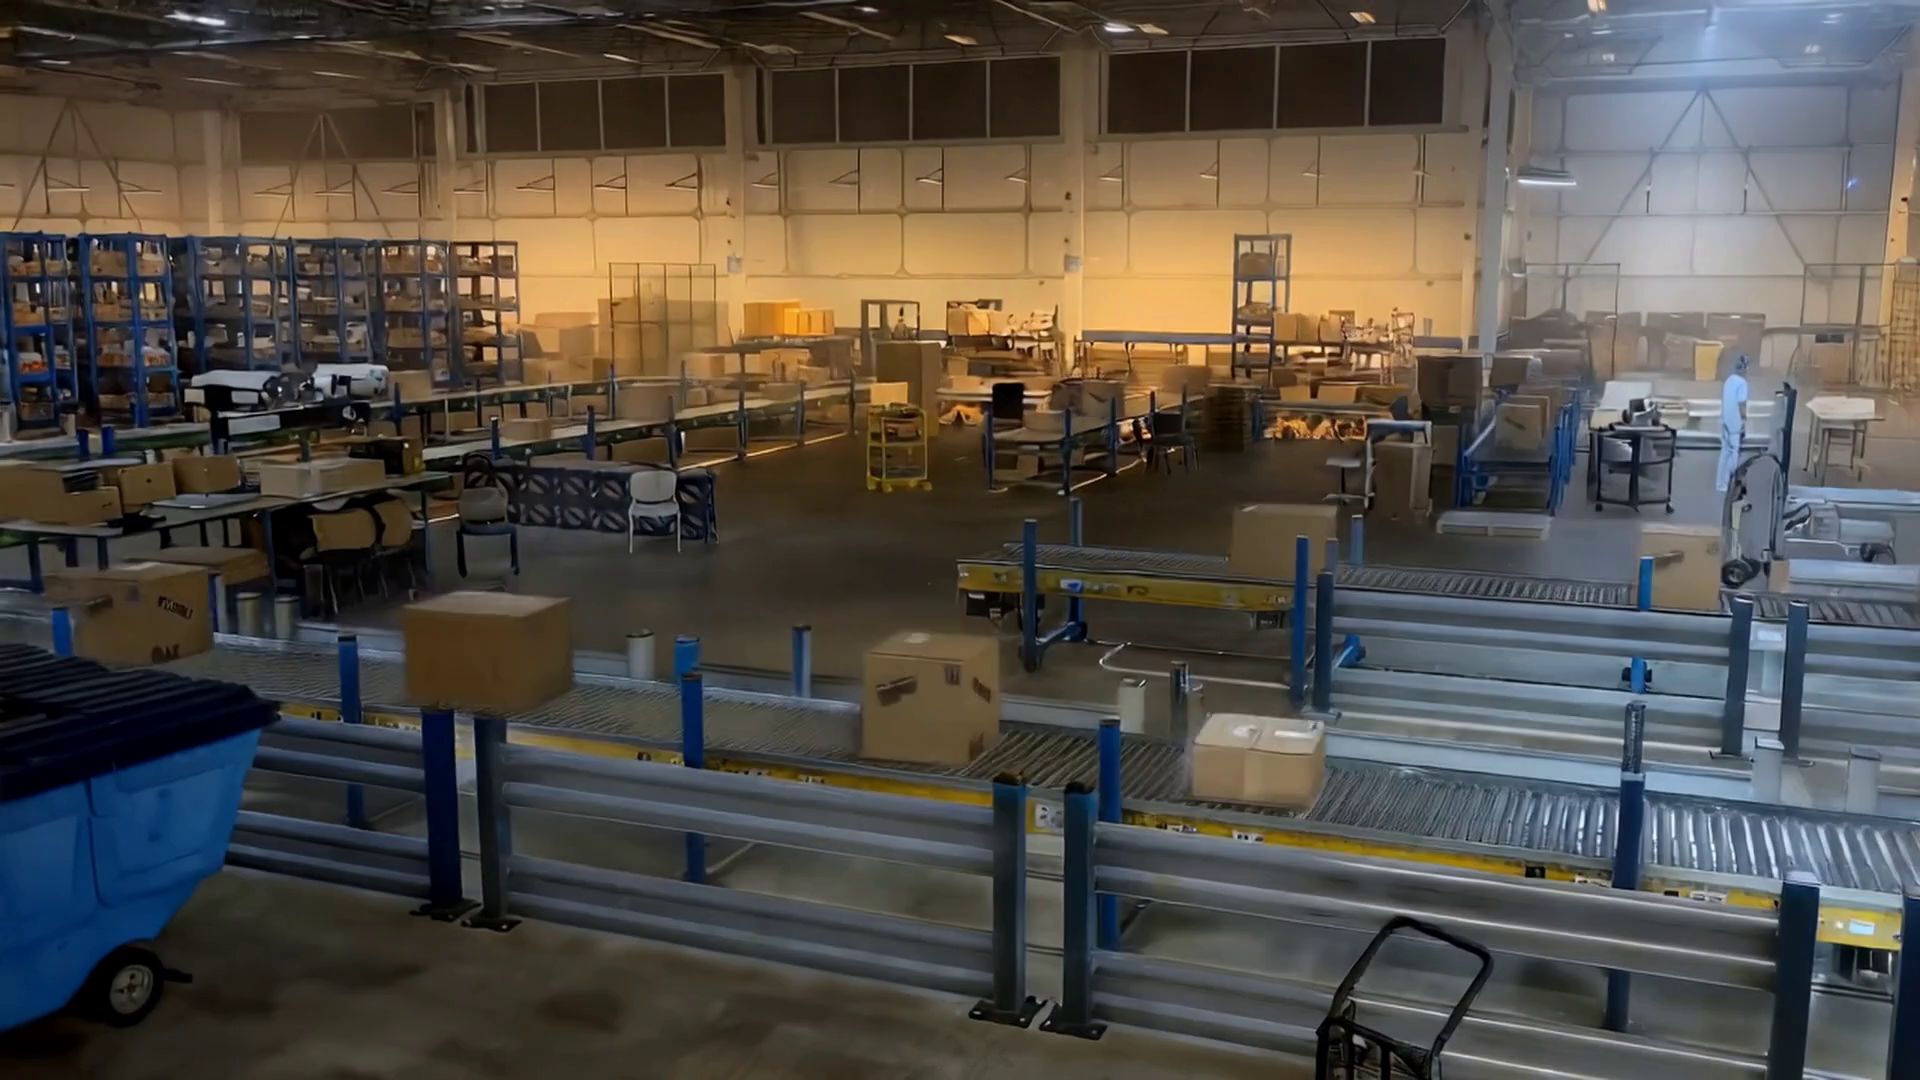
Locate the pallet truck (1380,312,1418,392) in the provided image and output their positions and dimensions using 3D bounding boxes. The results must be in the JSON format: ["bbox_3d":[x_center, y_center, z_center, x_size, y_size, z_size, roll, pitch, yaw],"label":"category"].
[{"bbox_3d":[10.207,-4.283,38.369,0.823,1.965,1.885,3,10,20],"label":"pallet truck"}]

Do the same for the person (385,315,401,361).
[{"bbox_3d":[-16.249,-5.838,47.797,0.617,1.993,0.396,6,11,31],"label":"person"}]

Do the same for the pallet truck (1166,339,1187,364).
[{"bbox_3d":[5.418,-4.269,40.420,0.704,1.261,1.522,3,10,20],"label":"pallet truck"}]

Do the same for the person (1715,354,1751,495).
[{"bbox_3d":[10.298,-1.531,22.083,0.311,1.869,0.532,-1,9,-6],"label":"person"}]

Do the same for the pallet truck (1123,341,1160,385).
[{"bbox_3d":[4.445,-4.380,41.279,0.680,1.201,1.601,4,10,22],"label":"pallet truck"}]

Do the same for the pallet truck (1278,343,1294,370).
[{"bbox_3d":[7.886,-4.163,39.743,0.653,1.274,1.630,4,10,22],"label":"pallet truck"}]

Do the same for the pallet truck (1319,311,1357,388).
[{"bbox_3d":[9.071,-4.419,39.190,0.823,1.965,1.885,5,10,26],"label":"pallet truck"}]

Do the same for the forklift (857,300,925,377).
[{"bbox_3d":[-1.732,-5.109,42.468,1.157,1.987,2.680,4,10,22],"label":"forklift"}]

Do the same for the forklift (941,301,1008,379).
[{"bbox_3d":[0.365,-4.966,41.571,1.157,1.987,2.680,3,10,20],"label":"forklift"}]
